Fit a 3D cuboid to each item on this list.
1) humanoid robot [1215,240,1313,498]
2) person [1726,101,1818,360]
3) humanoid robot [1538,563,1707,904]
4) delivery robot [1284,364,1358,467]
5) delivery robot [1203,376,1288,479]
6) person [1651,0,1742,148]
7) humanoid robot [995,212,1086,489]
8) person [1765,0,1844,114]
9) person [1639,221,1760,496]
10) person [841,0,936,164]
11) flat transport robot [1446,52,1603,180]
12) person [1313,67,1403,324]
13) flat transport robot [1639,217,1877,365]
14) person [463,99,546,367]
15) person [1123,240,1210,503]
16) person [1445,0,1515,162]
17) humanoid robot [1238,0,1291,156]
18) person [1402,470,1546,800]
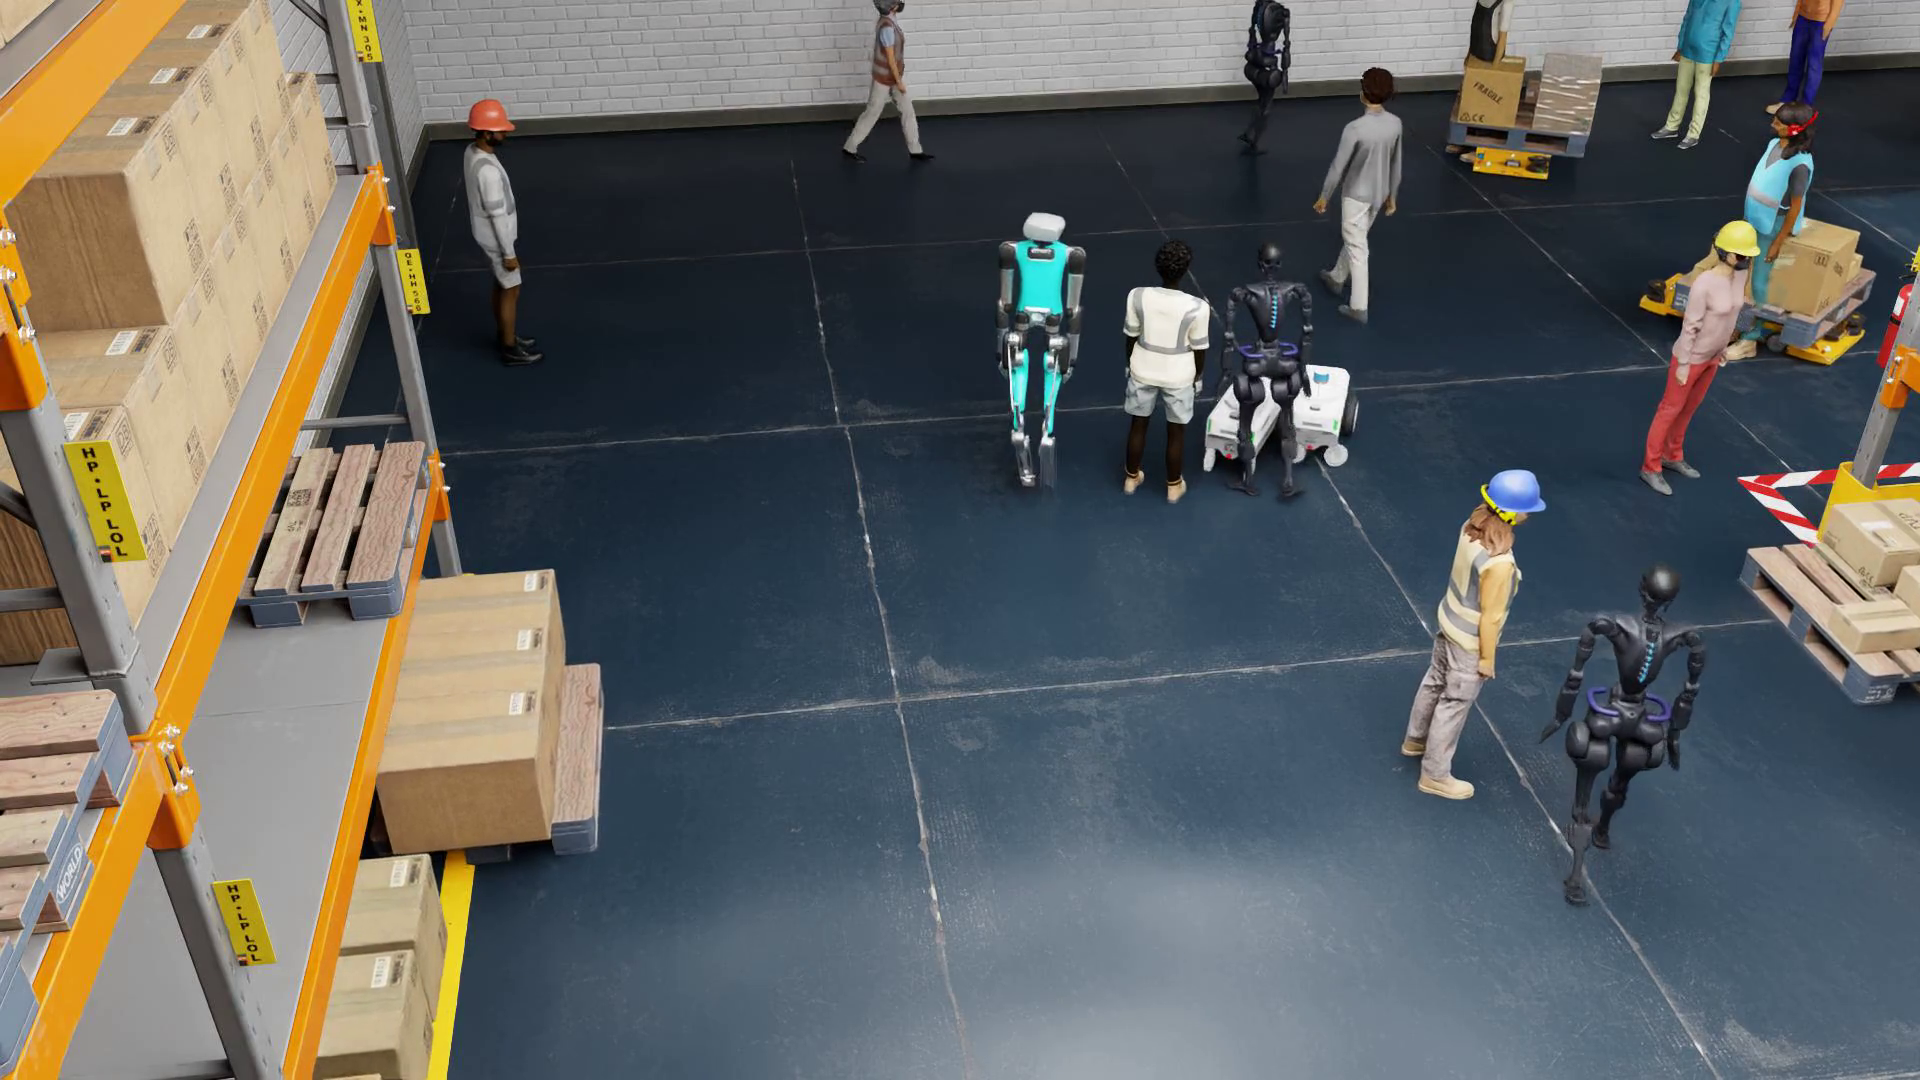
[{"bbox_3d":[1.881,-0.996,10.097,0.612,1.647,0.464,-3,33,-5],"label":"humanoid robot"},{"bbox_3d":[5.680,-2.182,11.731,0.389,1.870,0.527,-3,33,-4],"label":"person"},{"bbox_3d":[2.901,0.828,7.337,0.608,1.642,0.687,5,33,8],"label":"humanoid robot"},{"bbox_3d":[2.355,-0.855,10.911,0.518,0.606,0.778,9,34,14],"label":"delivery robot"},{"bbox_3d":[1.859,-0.780,10.804,0.499,0.614,0.803,15,36,21],"label":"delivery robot"},{"bbox_3d":[6.868,-4.541,15.451,0.324,1.751,0.558,-15,36,-22],"label":"person"},{"bbox_3d":[0.449,-1.003,10.127,0.543,1.870,0.710,5,33,8],"label":"humanoid robot"},{"bbox_3d":[8.238,-5.047,16.033,0.406,1.974,0.517,-10,35,-15],"label":"person"},{"bbox_3d":[4.563,-1.127,10.208,0.524,1.768,0.324,-22,39,-30],"label":"person"},{"bbox_3d":[-0.689,-4.210,15.032,0.853,1.647,0.423,5,33,7],"label":"person"},{"bbox_3d":[5.198,-3.718,15.550,0.659,0.231,1.431,11,35,16],"label":"flat transport robot"},{"bbox_3d":[2.912,-2.598,12.369,0.563,1.863,0.884,-14,36,-20],"label":"person"},{"bbox_3d":[5.935,-1.706,12.467,1.431,0.231,0.659,28,42,36],"label":"flat transport robot"},{"bbox_3d":[-3.197,-2.126,11.600,0.379,1.926,0.547,-15,36,-22],"label":"person"},{"bbox_3d":[1.236,-1.007,10.095,0.533,1.691,0.320,13,35,20],"label":"person"},{"bbox_3d":[4.762,-4.368,15.117,0.343,1.839,0.499,-8,34,-11],"label":"person"},{"bbox_3d":[2.811,-4.358,15.240,0.344,1.644,0.603,-18,37,-25],"label":"humanoid robot"},{"bbox_3d":[2.425,0.435,7.821,0.368,1.766,0.479,-1,33,-1],"label":"person"}]
